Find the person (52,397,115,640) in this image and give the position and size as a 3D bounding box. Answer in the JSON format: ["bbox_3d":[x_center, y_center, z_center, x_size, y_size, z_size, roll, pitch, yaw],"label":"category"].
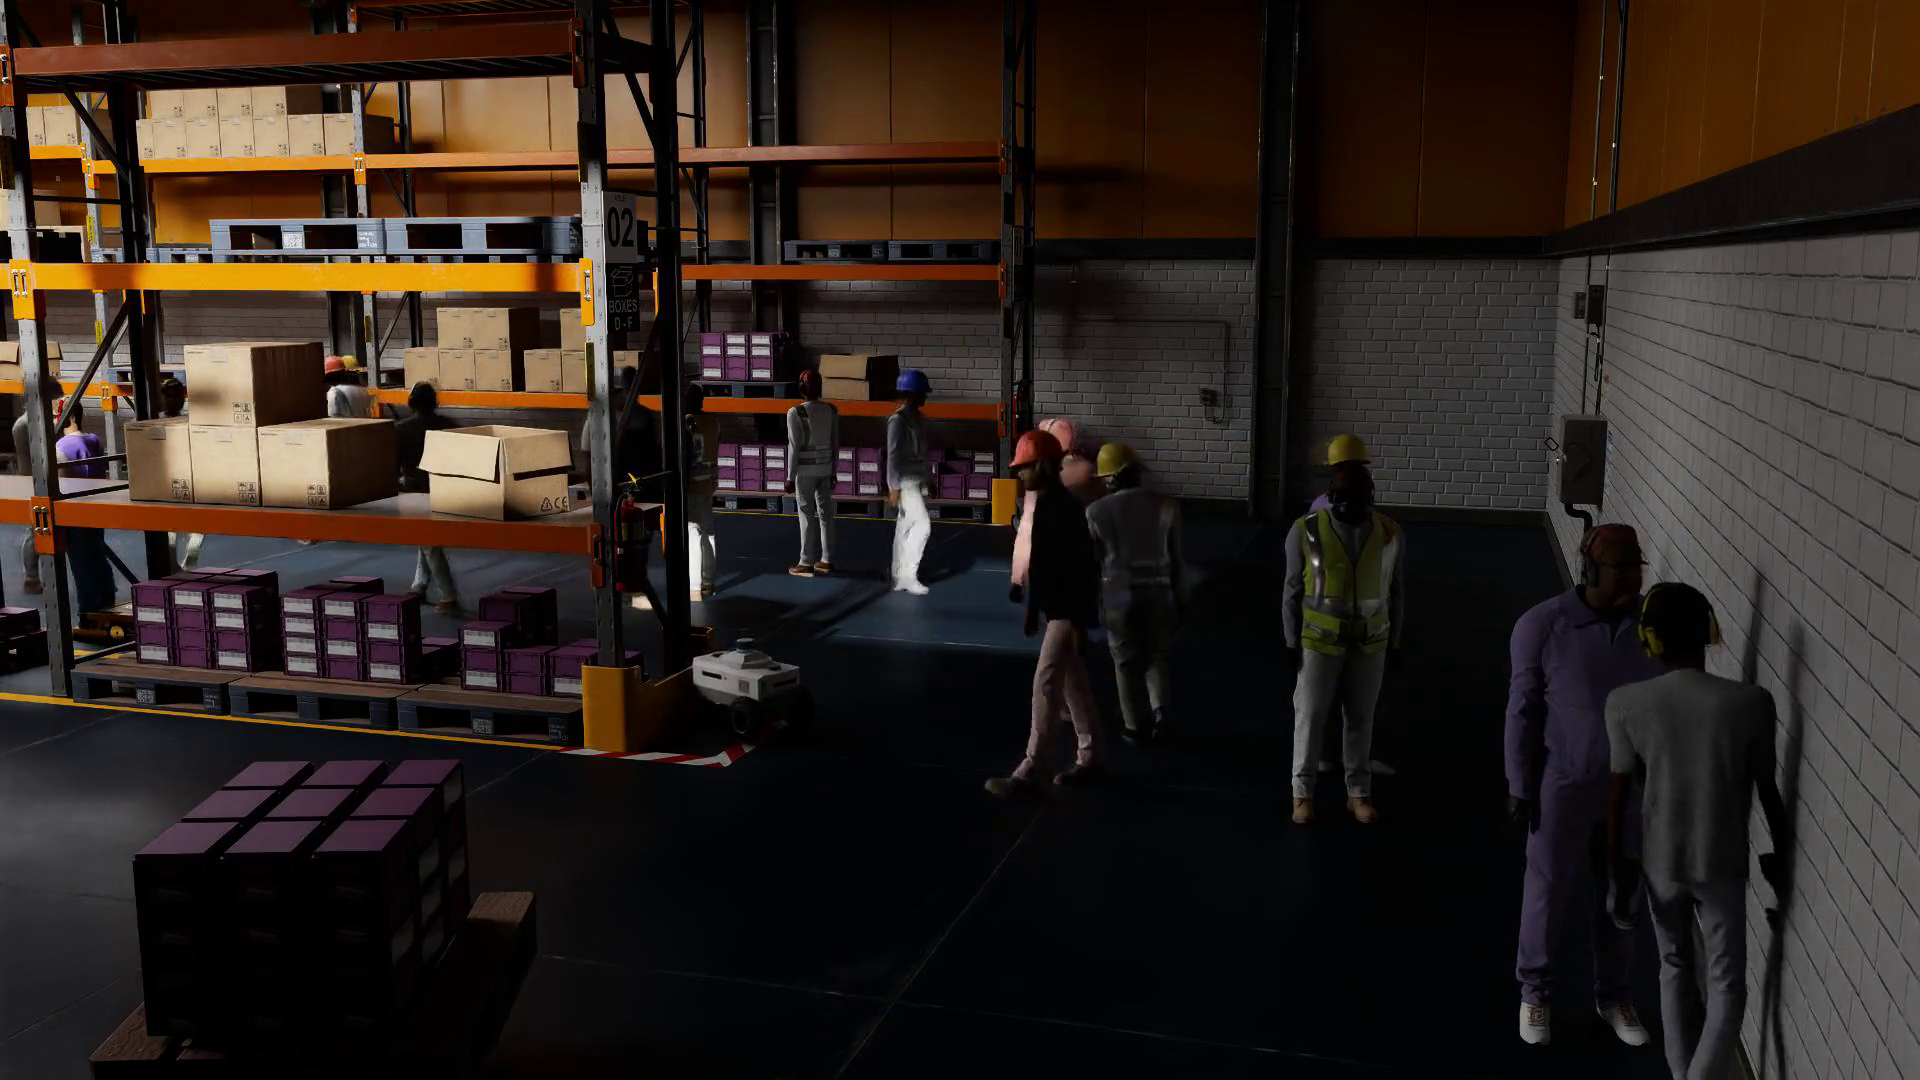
[{"bbox_3d":[-6.637,-0.164,12.605,0.380,1.836,0.560,0,9,0],"label":"person"}]

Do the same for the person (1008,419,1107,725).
[{"bbox_3d":[0.566,0.192,10.283,0.674,1.880,0.680,8,12,41],"label":"person"}]

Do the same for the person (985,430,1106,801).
[{"bbox_3d":[0.454,0.394,8.871,0.807,1.952,0.647,-1,9,-8],"label":"person"}]

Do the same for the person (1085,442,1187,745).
[{"bbox_3d":[1.016,0.329,9.713,0.635,1.795,0.441,-2,9,-11],"label":"person"}]

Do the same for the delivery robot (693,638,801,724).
[{"bbox_3d":[-1.300,0.839,10.097,0.707,0.478,0.477,8,13,42],"label":"delivery robot"}]

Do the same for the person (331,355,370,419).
[{"bbox_3d":[-6.771,-1.137,18.538,0.404,1.833,0.590,0,9,3],"label":"person"}]

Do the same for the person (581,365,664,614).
[{"bbox_3d":[-2.670,-0.422,13.548,0.538,2.000,0.693,9,13,44],"label":"person"}]

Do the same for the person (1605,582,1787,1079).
[{"bbox_3d":[2.278,1.059,5.163,0.600,1.829,0.766,5,11,28],"label":"person"}]

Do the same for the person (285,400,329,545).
[{"bbox_3d":[-6.680,-0.881,16.866,0.461,1.867,0.600,8,12,42],"label":"person"}]

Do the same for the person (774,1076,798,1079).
[{"bbox_3d":[-0.245,1.587,2.540,0.507,1.632,0.266,-1,9,-6],"label":"person"}]

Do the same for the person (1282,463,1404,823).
[{"bbox_3d":[1.937,0.524,8.407,0.619,1.839,0.430,0,9,-1],"label":"person"}]

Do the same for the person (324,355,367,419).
[{"bbox_3d":[-6.493,-1.059,17.992,0.940,1.879,0.559,2,9,10],"label":"person"}]

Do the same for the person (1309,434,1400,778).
[{"bbox_3d":[2.207,0.372,9.139,0.533,1.895,0.613,-4,10,-24],"label":"person"}]

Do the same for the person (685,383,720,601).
[{"bbox_3d":[-2.271,-0.408,14.070,0.429,1.842,0.636,3,10,18],"label":"person"}]

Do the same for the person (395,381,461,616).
[{"bbox_3d":[-4.356,-0.345,13.570,1.013,1.891,0.637,7,12,38],"label":"person"}]

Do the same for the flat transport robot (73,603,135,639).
[{"bbox_3d":[-5.906,0.611,12.632,1.431,0.197,0.652,2,10,15],"label":"flat transport robot"}]

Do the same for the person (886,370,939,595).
[{"bbox_3d":[-0.378,-0.491,14.290,0.572,1.924,0.624,2,10,14],"label":"person"}]

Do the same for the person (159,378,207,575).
[{"bbox_3d":[-6.816,-0.484,14.503,0.444,1.851,0.545,8,12,39],"label":"person"}]

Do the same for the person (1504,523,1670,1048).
[{"bbox_3d":[2.292,0.884,5.993,0.651,1.909,0.409,0,9,1],"label":"person"}]

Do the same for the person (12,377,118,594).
[{"bbox_3d":[-7.717,-0.445,14.180,0.968,1.885,0.647,4,10,23],"label":"person"}]

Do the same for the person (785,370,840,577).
[{"bbox_3d":[-1.347,-0.607,15.158,0.583,1.882,0.350,-9,13,-43],"label":"person"}]
